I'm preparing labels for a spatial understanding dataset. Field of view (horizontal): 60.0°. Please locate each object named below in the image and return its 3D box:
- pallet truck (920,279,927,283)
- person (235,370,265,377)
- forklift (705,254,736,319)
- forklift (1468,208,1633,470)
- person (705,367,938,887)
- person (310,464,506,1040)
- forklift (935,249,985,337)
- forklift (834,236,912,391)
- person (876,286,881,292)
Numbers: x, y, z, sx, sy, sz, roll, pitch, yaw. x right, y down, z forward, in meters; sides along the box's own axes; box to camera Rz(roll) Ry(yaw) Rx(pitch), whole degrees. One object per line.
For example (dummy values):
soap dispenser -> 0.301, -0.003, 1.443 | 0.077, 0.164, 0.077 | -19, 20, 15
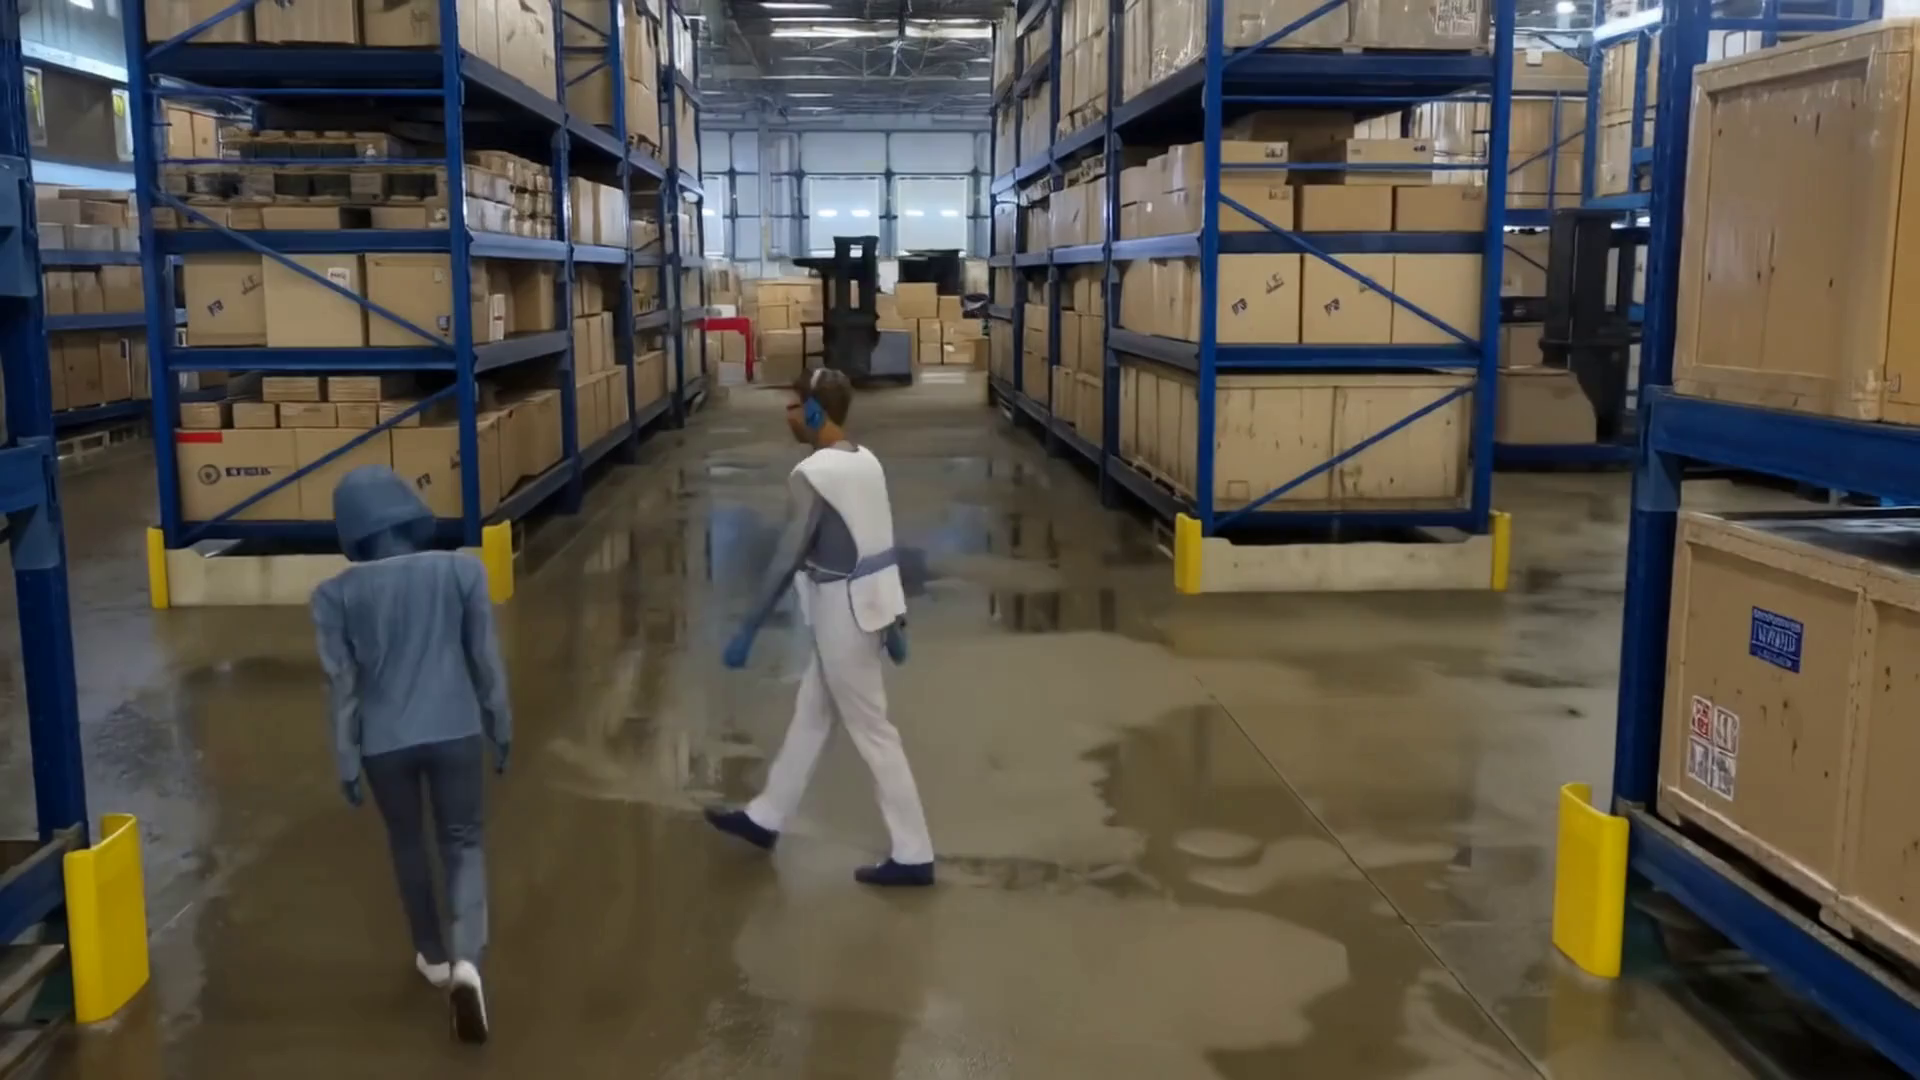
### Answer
pallet truck -> -0.932, -8.922, 63.114 | 1.885, 1.965, 0.823 | 2, 9, 13
person -> -7.041, -1.466, 16.861 | 0.630, 1.821, 0.652 | -2, 9, -11
forklift -> -8.230, -8.396, 57.051 | 1.129, 2.768, 1.873 | -1, 9, -4
forklift -> 6.661, -2.202, 18.158 | 1.873, 2.768, 1.129 | -1, 9, -4
person -> -0.494, 0.304, 5.830 | 0.979, 1.793, 0.582 | 2, 9, 15
person -> -1.528, 0.580, 4.681 | 0.516, 1.597, 0.730 | -3, 10, -21
forklift -> -0.337, -6.664, 46.173 | 1.873, 2.768, 1.129 | -5, 10, -28
forklift -> -1.891, -4.182, 30.587 | 1.873, 2.768, 1.129 | -8, 12, -41
person -> -3.069, -8.715, 62.744 | 0.316, 1.700, 0.541 | -3, 10, -19
